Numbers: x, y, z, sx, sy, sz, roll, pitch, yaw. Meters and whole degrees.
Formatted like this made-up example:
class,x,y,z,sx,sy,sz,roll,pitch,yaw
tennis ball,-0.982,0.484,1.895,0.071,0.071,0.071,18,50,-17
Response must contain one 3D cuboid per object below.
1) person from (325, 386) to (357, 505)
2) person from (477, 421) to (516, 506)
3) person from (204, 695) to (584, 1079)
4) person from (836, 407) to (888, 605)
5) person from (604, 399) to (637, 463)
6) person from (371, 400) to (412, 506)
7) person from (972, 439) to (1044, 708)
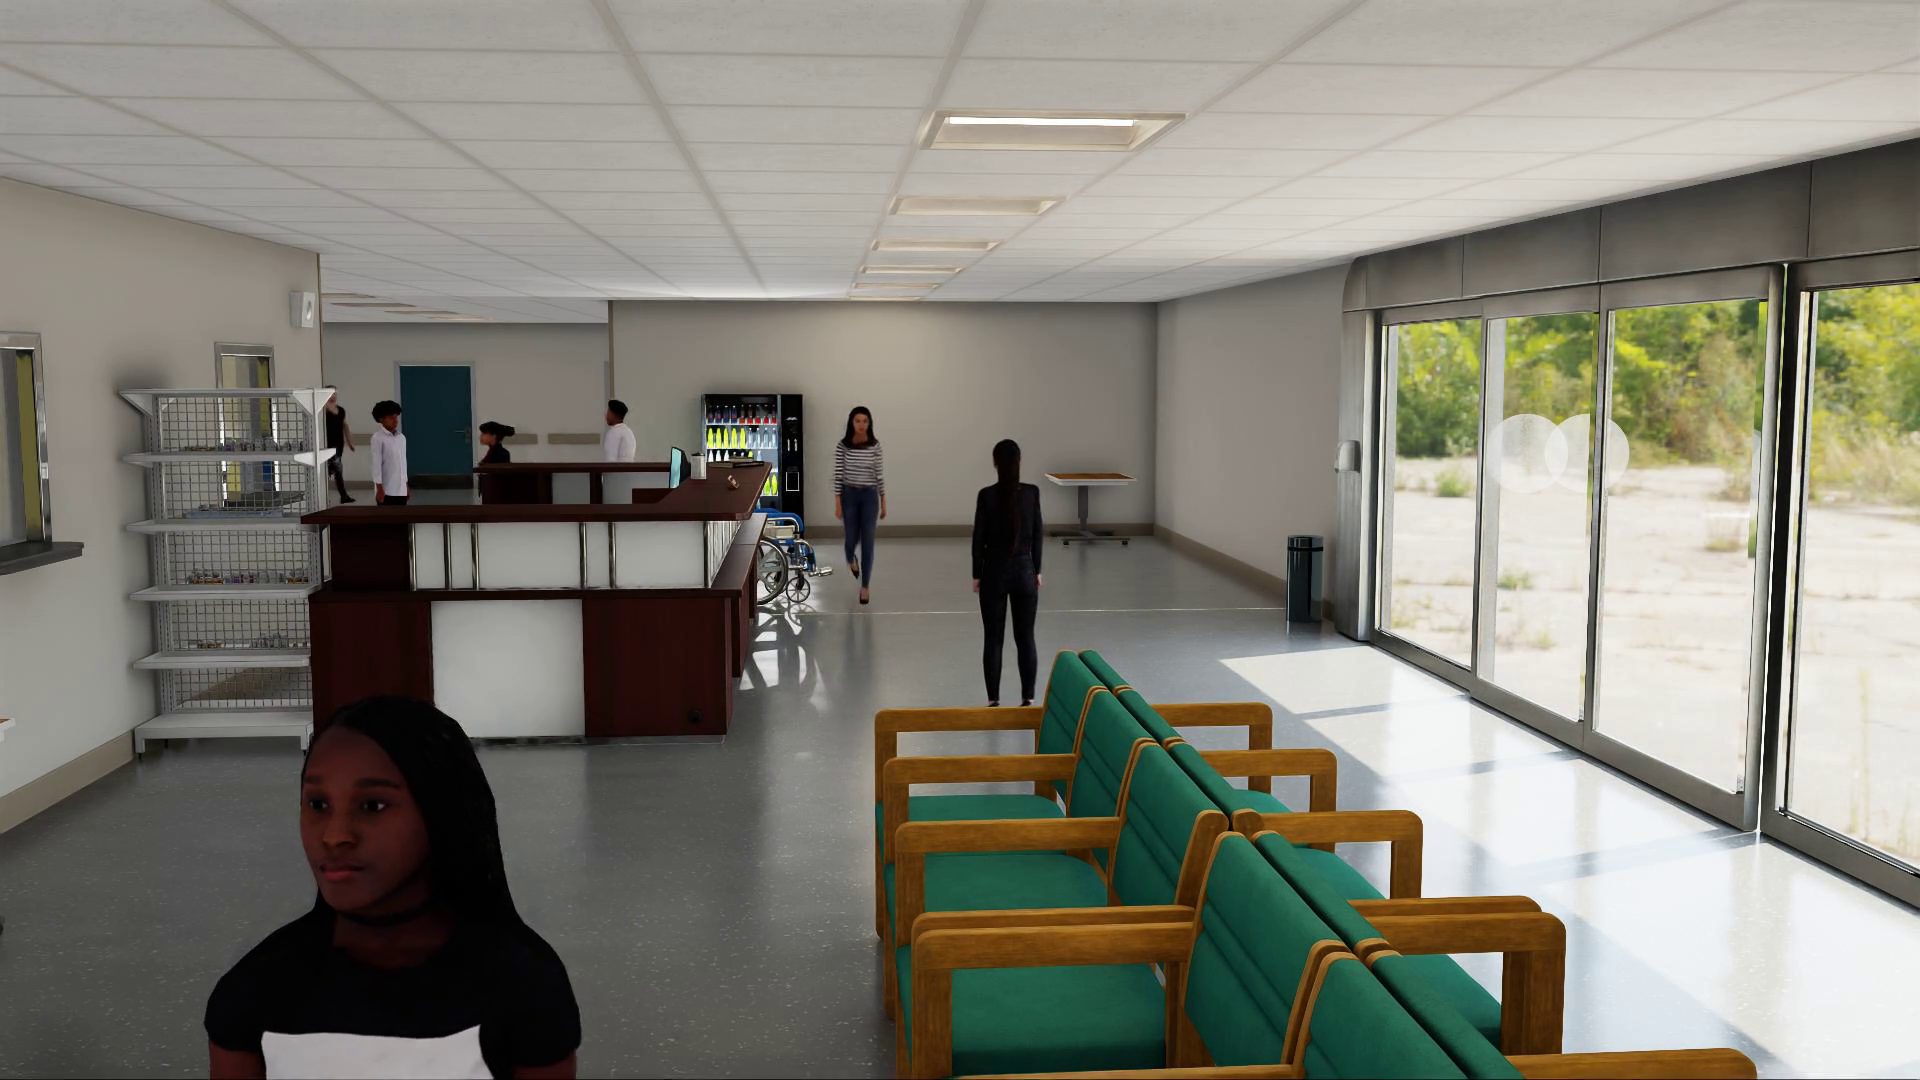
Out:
class,x,y,z,sx,sy,sz,roll,pitch,yaw
person,-9.986,-1.482,26.333,1.307,1.860,1.084,3,6,26
person,-4.324,-0.297,15.717,0.856,1.626,0.771,-4,7,-36
person,-0.674,1.036,2.054,0.948,1.710,0.703,0,6,-1
person,-0.915,-0.316,15.148,0.859,1.780,0.683,-1,6,-8
person,-3.633,-0.622,18.078,0.876,1.801,0.783,1,6,14
person,-6.023,-0.577,17.586,0.729,1.810,0.723,2,6,23
person,0.295,0.251,9.848,0.439,1.713,0.646,-1,6,-9
